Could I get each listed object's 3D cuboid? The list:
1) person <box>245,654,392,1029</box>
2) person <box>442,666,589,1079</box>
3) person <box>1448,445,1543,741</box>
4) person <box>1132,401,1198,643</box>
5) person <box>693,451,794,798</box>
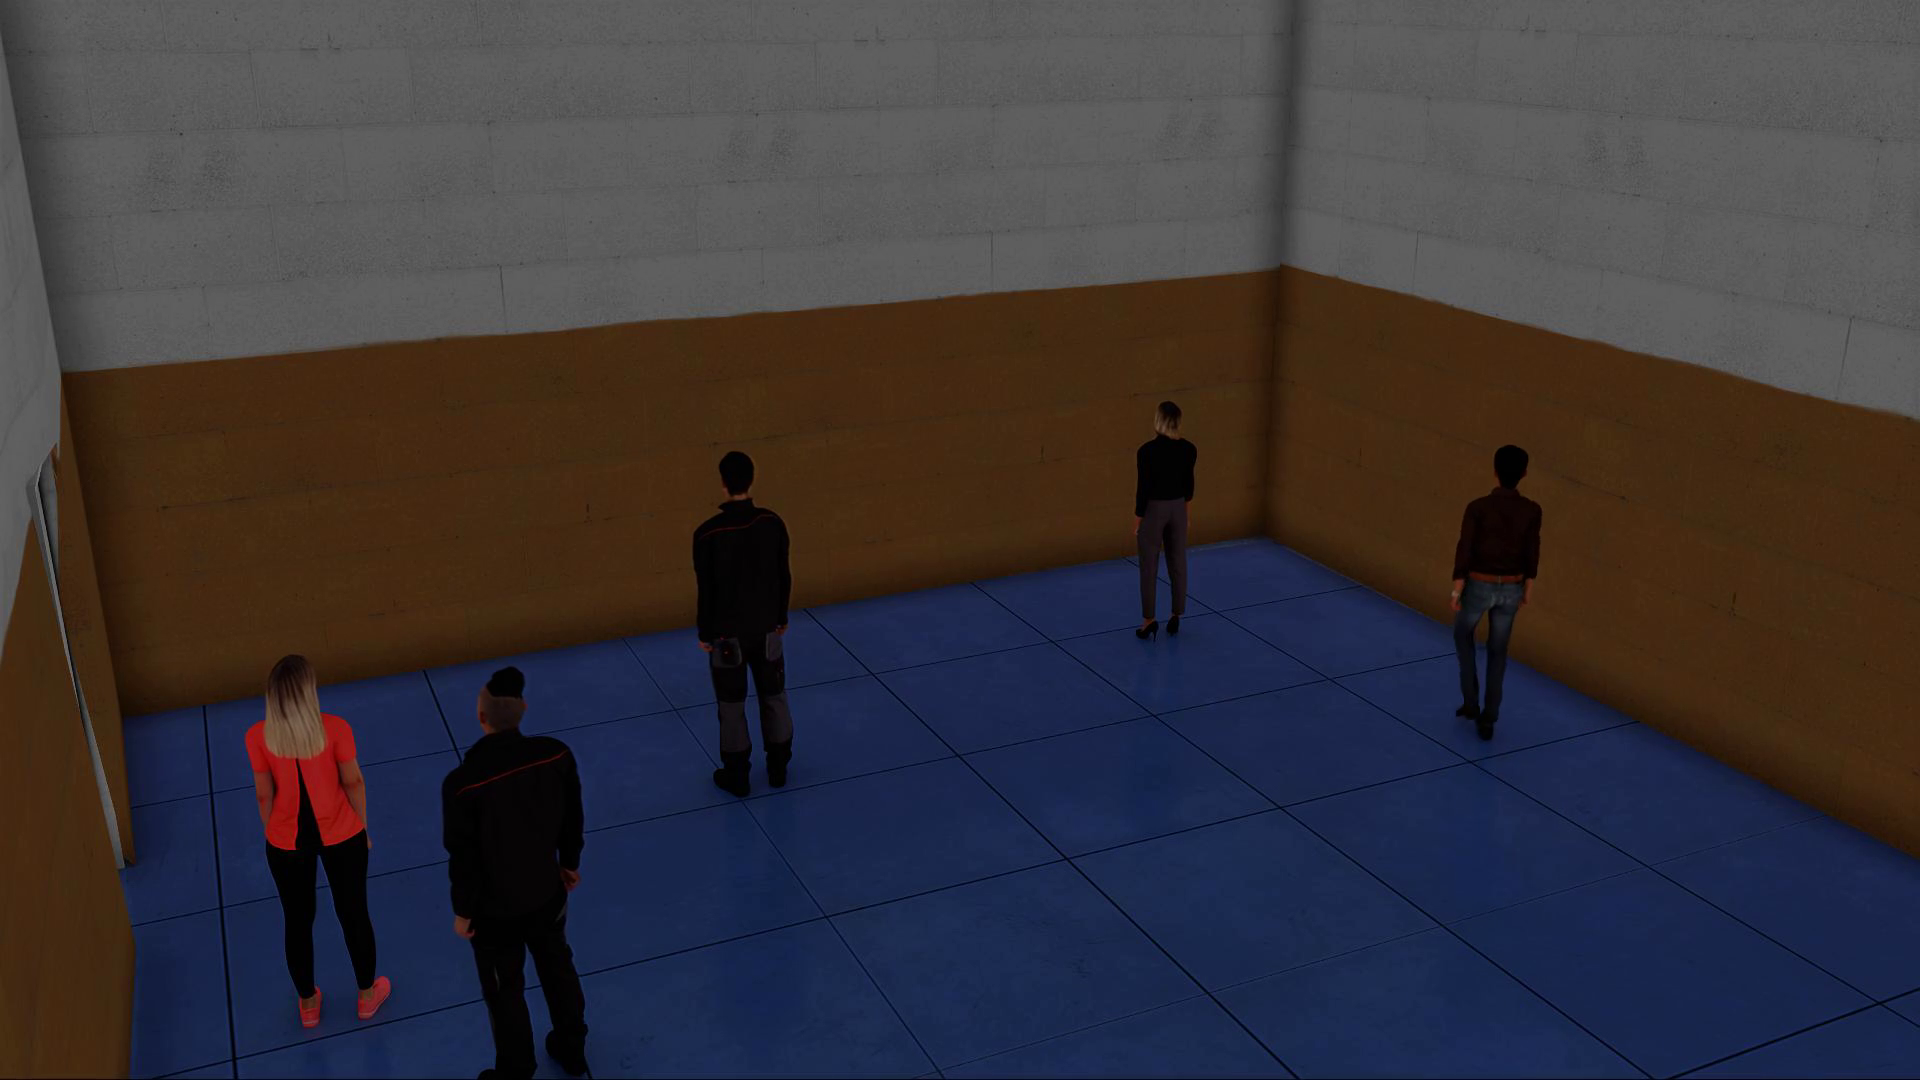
[{"bbox_3d":[-2.743,1.278,7.079,0.540,1.694,0.696,-4,19,-11],"label":"person"},{"bbox_3d":[-1.750,1.351,6.566,0.910,1.862,0.722,16,24,40],"label":"person"},{"bbox_3d":[3.147,0.342,9.746,0.724,1.765,0.837,1,19,3],"label":"person"},{"bbox_3d":[1.379,-0.126,11.281,0.470,1.671,0.665,-7,20,-20],"label":"person"},{"bbox_3d":[-1.185,0.455,9.131,0.537,1.944,0.769,-10,21,-27],"label":"person"}]
